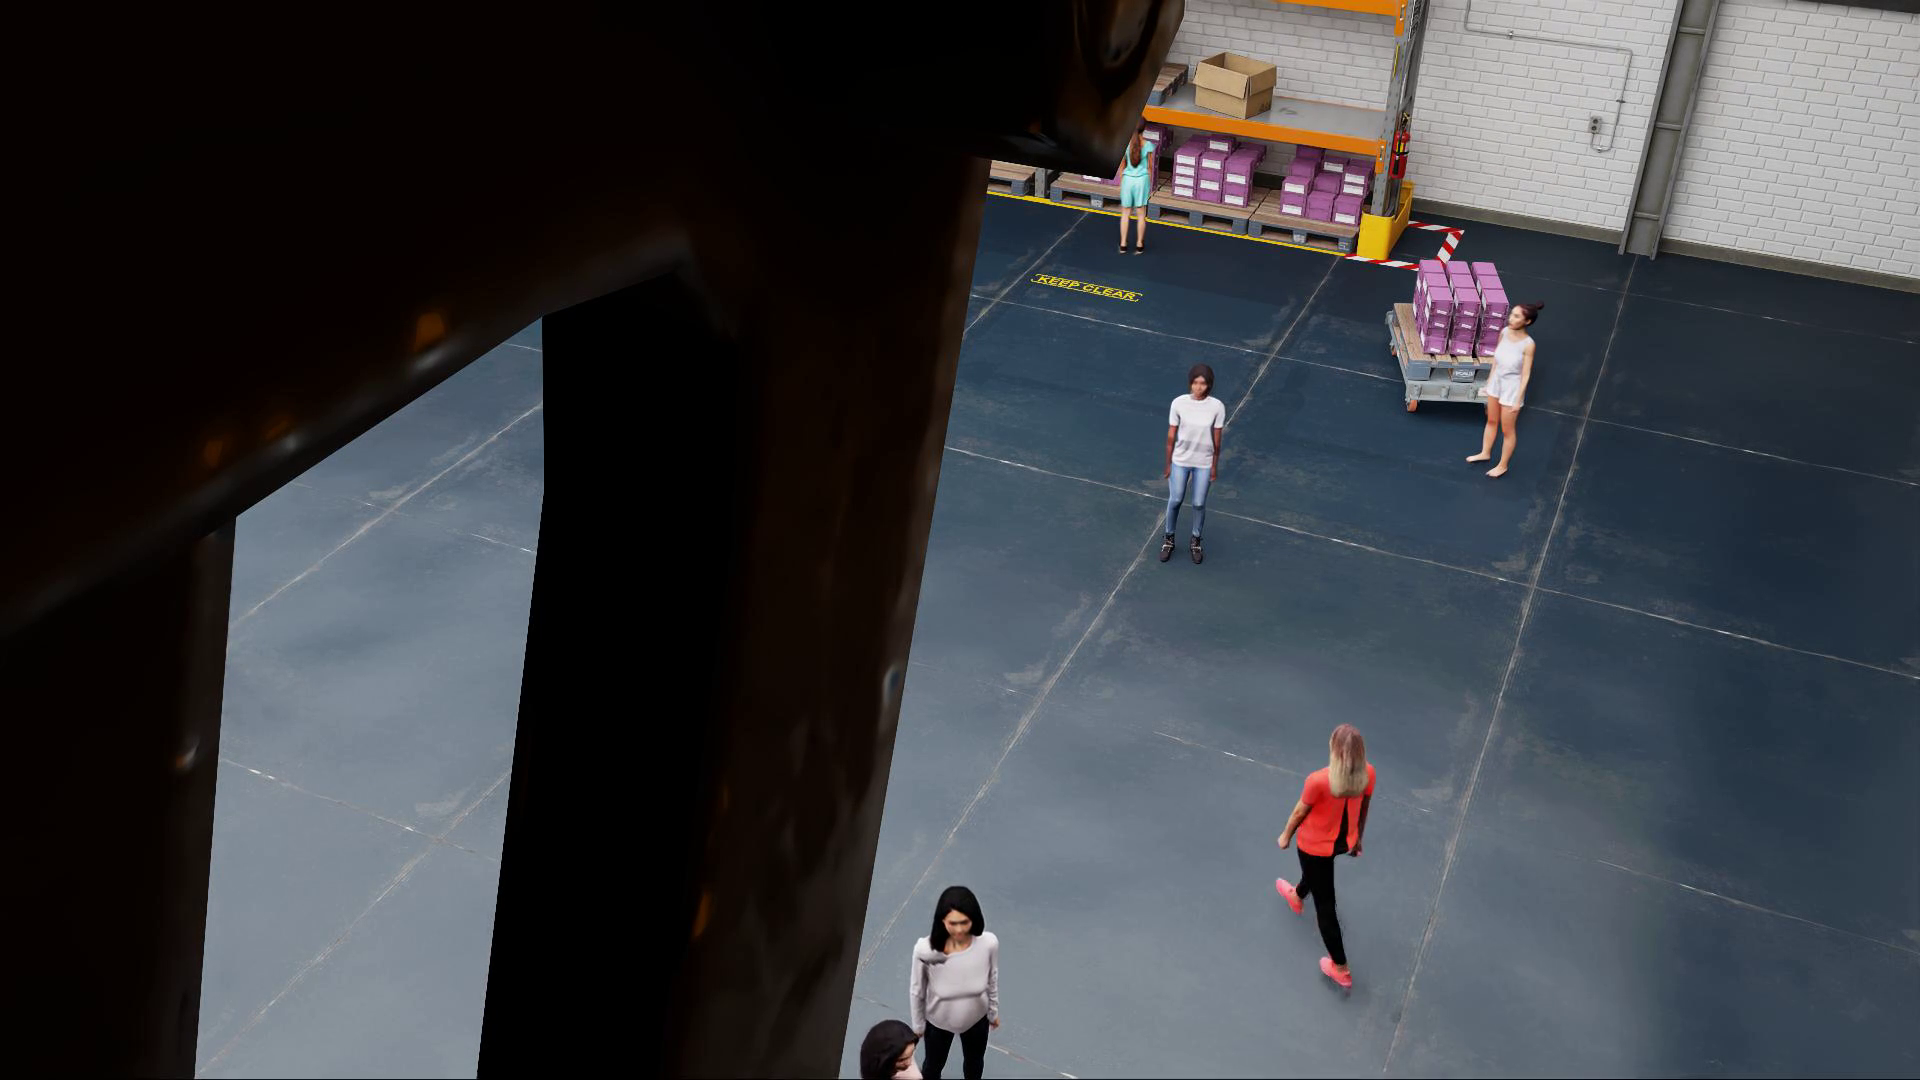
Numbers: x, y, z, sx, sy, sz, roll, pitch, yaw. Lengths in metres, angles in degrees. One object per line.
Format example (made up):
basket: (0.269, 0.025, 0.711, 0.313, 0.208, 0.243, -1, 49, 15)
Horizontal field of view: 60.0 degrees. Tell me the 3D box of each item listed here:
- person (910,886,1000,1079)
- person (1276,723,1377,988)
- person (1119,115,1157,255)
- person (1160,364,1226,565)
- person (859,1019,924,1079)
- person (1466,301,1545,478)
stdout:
person: (-0.021, 2.433, 8.571, 0.689, 1.700, 0.769, -7, 34, -11)
person: (2.149, 1.819, 9.541, 1.087, 1.648, 1.183, -13, 36, -19)
person: (1.931, -3.912, 18.244, 0.539, 1.559, 0.653, 6, 34, 9)
person: (1.829, -0.604, 13.123, 0.569, 1.719, 0.707, 4, 34, 6)
person: (-0.334, 2.875, 7.845, 0.535, 1.766, 0.643, 16, 37, 22)
person: (4.717, -1.313, 14.295, 0.730, 1.601, 0.665, -13, 36, -18)
